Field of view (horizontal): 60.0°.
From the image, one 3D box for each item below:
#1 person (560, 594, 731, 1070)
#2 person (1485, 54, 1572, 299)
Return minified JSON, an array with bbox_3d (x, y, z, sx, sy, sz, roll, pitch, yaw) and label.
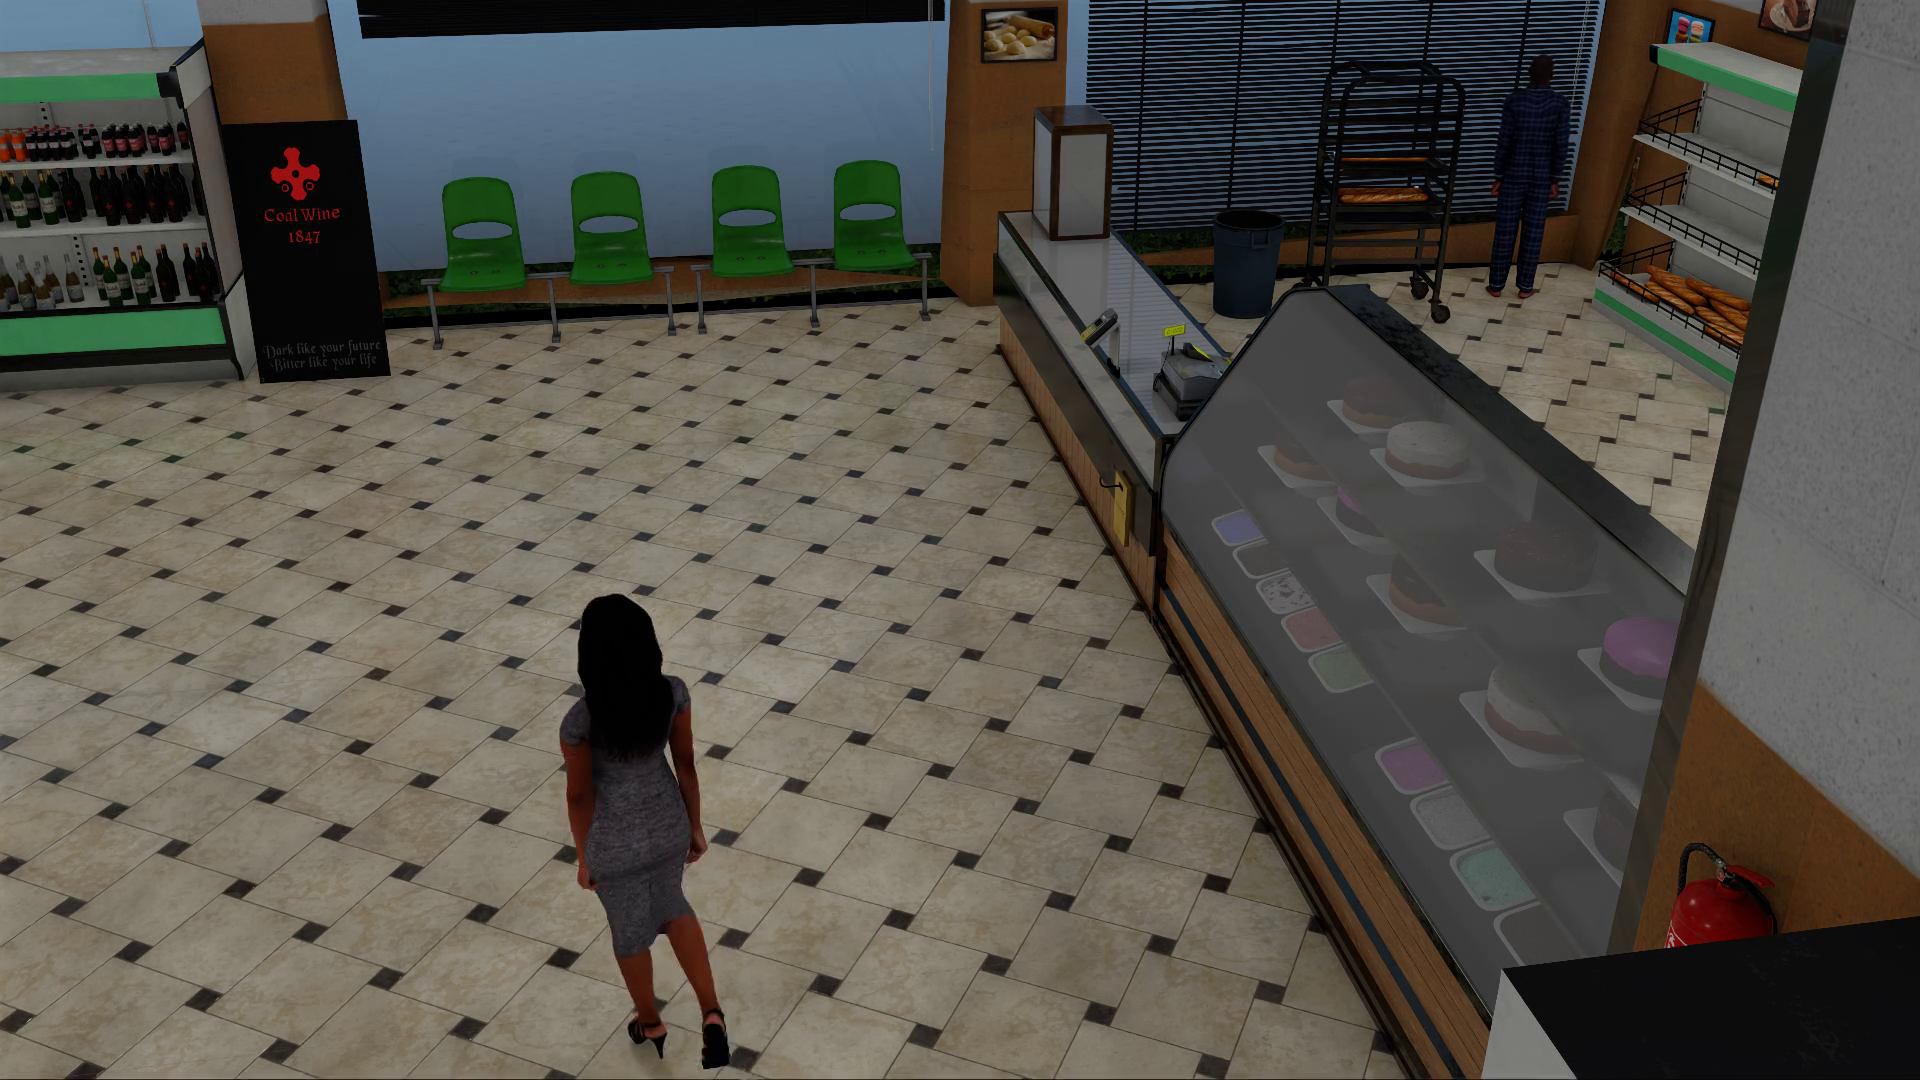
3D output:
[{"bbox_3d":[-0.972,1.008,5.203,0.852,1.767,0.833,-17,32,-30],"label":"person"},{"bbox_3d":[4.256,-2.727,12.506,0.707,1.824,0.828,8,28,15],"label":"person"}]
